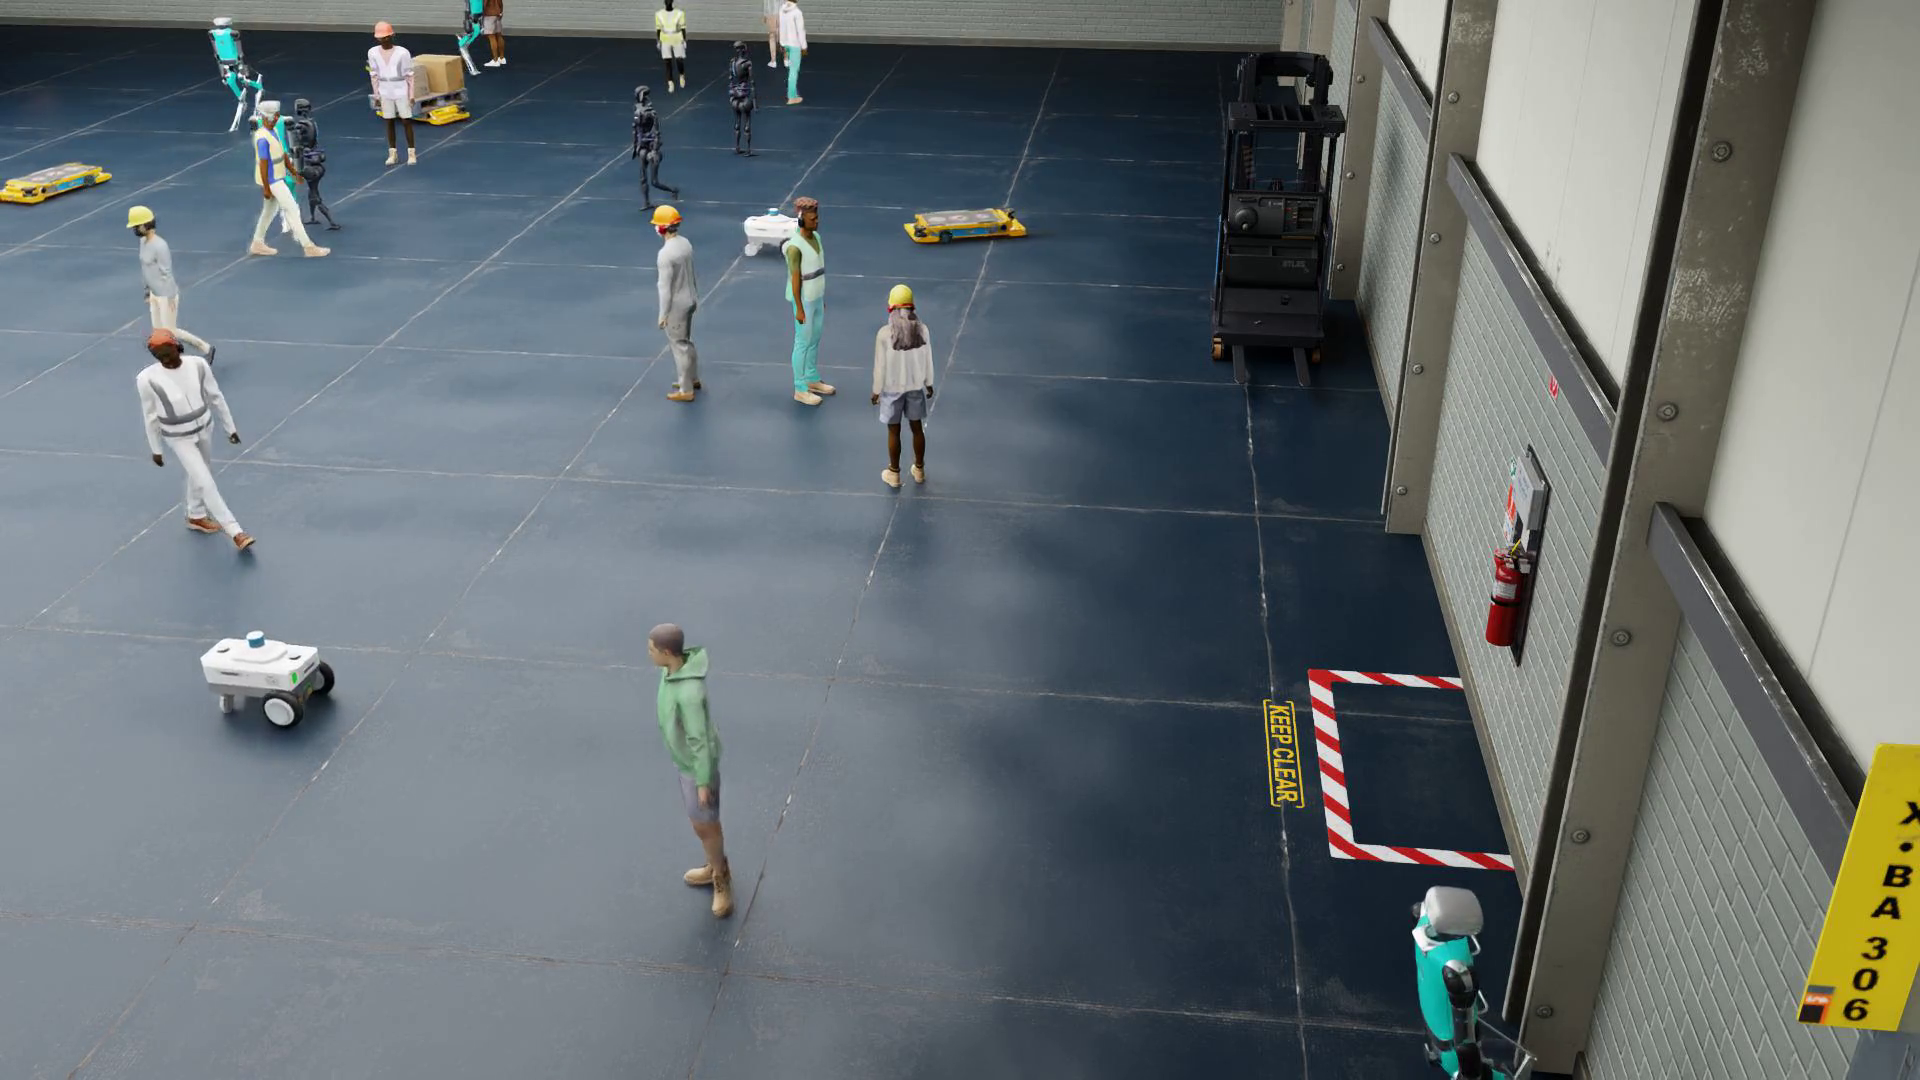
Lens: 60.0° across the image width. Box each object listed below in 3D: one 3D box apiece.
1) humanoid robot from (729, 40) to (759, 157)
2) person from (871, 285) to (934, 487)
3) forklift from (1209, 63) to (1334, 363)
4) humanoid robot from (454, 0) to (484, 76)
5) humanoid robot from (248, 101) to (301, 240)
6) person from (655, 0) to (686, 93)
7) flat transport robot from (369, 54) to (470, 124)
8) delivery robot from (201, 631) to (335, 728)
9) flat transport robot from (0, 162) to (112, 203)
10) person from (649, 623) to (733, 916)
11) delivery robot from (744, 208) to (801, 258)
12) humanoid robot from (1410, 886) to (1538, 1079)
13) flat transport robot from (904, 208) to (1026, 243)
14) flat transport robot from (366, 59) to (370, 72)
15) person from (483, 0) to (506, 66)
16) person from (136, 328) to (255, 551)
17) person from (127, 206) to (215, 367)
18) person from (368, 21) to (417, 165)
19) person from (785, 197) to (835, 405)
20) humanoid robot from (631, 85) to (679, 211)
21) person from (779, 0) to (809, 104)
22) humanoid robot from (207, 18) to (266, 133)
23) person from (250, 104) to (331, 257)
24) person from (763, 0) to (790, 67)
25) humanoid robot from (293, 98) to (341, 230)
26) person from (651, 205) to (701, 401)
[{"bbox_3d":[-3.225,-6.545,24.615,0.315,1.659,0.599,-24,35,-39],"label":"humanoid robot"},{"bbox_3d":[-0.473,-1.287,14.037,0.555,1.761,0.402,-10,28,-20],"label":"person"},{"bbox_3d":[3.241,-3.477,17.183,1.129,2.768,1.873,3,27,6],"label":"forklift"},{"bbox_3d":[-8.878,-9.222,29.903,0.776,1.775,0.561,8,28,16],"label":"humanoid robot"},{"bbox_3d":[-8.457,-4.619,20.774,0.541,1.807,0.804,-5,27,-10],"label":"humanoid robot"},{"bbox_3d":[-4.981,-8.587,28.704,0.532,1.688,0.378,-1,27,-2],"label":"person"},{"bbox_3d":[-8.747,-6.992,27.097,1.431,0.231,0.659,15,30,27],"label":"flat transport robot"},{"bbox_3d":[-4.594,0.896,11.045,0.779,0.608,0.507,5,27,9],"label":"delivery robot"},{"bbox_3d":[-12.548,-4.945,23.010,0.659,0.231,1.431,9,28,17],"label":"flat transport robot"},{"bbox_3d":[-1.447,1.236,9.044,0.339,1.727,0.537,-10,28,-20],"label":"person"},{"bbox_3d":[-2.249,-3.744,20.285,0.785,0.587,0.499,4,27,8],"label":"delivery robot"},{"bbox_3d":[2.255,2.234,7.068,0.817,1.801,0.544,-2,27,-4],"label":"humanoid robot"},{"bbox_3d":[0.060,-3.986,21.097,1.431,0.231,0.659,-6,27,-13],"label":"flat transport robot"},{"bbox_3d":[-10.241,-8.550,30.208,0.659,0.231,1.431,-18,32,-32],"label":"flat transport robot"},{"bbox_3d":[-8.675,-9.740,30.817,0.397,1.851,0.773,8,28,15],"label":"person"},{"bbox_3d":[-5.935,-0.795,12.986,0.996,1.815,0.646,17,31,31],"label":"person"},{"bbox_3d":[-7.813,-2.424,16.323,0.586,1.744,0.544,-23,35,-38],"label":"person"},{"bbox_3d":[-8.171,-6.437,24.011,0.607,2.043,0.393,-1,27,-1],"label":"person"},{"bbox_3d":[-1.447,-2.282,15.788,0.390,1.977,0.492,10,28,20],"label":"person"},{"bbox_3d":[-4.052,-5.182,21.911,0.599,1.638,0.516,24,35,39],"label":"humanoid robot"},{"bbox_3d":[-2.757,-8.300,27.882,0.527,1.899,0.532,23,35,38],"label":"person"},{"bbox_3d":[-11.294,-7.322,26.137,0.540,1.791,0.863,7,27,13],"label":"humanoid robot"},{"bbox_3d":[-8.237,-4.314,19.999,0.957,1.844,0.499,-5,27,-11],"label":"person"},{"bbox_3d":[-3.386,-9.695,30.697,0.497,1.880,0.399,-9,28,-17],"label":"person"},{"bbox_3d":[-8.256,-4.754,21.089,0.606,1.642,0.619,1,27,2],"label":"humanoid robot"},{"bbox_3d":[-2.707,-2.247,15.826,0.390,1.885,0.593,6,27,12],"label":"person"}]
